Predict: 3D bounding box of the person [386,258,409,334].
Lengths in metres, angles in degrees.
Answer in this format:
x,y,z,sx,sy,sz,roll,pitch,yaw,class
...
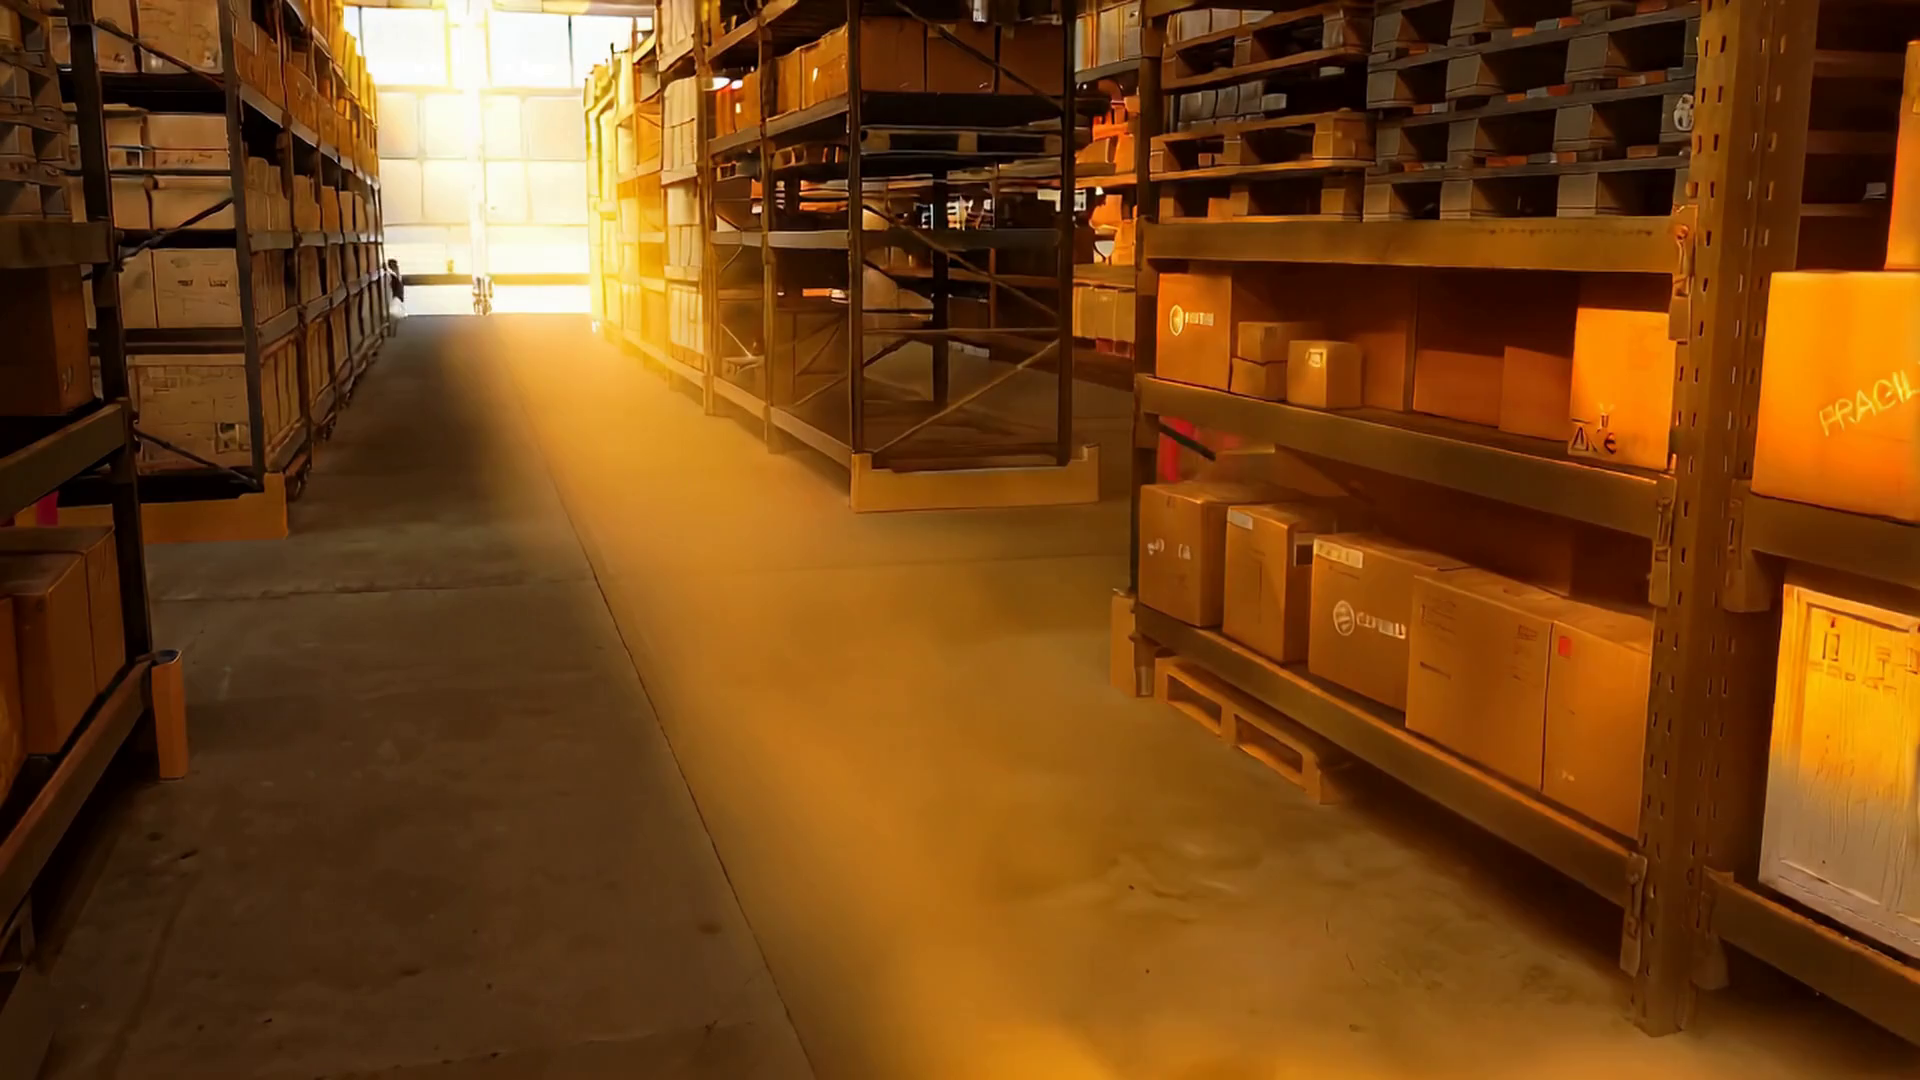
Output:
x,y,z,sx,sy,sz,roll,pitch,yaw,class
-13.702,-5.926,40.460,0.570,1.821,0.656,3,11,15,person

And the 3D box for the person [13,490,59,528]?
x,y,z,sx,sy,sz,roll,pitch,yaw,class
-6.513,-0.692,11.721,0.394,1.839,0.563,1,10,8,person

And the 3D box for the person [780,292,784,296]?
x,y,z,sx,sy,sz,roll,pitch,yaw,class
-4.841,-7.023,46.189,0.629,1.925,0.558,-2,11,-10,person

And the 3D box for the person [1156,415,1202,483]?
x,y,z,sx,sy,sz,roll,pitch,yaw,class
1.753,-1.006,13.680,0.600,1.741,0.451,9,14,41,person

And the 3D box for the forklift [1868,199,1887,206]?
x,y,z,sx,sy,sz,roll,pitch,yaw,class
11.338,-2.915,21.052,1.129,2.768,1.873,-3,11,-17,forklift

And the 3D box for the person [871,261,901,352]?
x,y,z,sx,sy,sz,roll,pitch,yaw,class
-1.509,-4.812,34.286,0.658,1.853,1.013,-3,11,-15,person

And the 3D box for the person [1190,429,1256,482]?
x,y,z,sx,sy,sz,roll,pitch,yaw,class
2.055,-0.944,13.017,0.851,1.876,0.636,3,11,15,person
